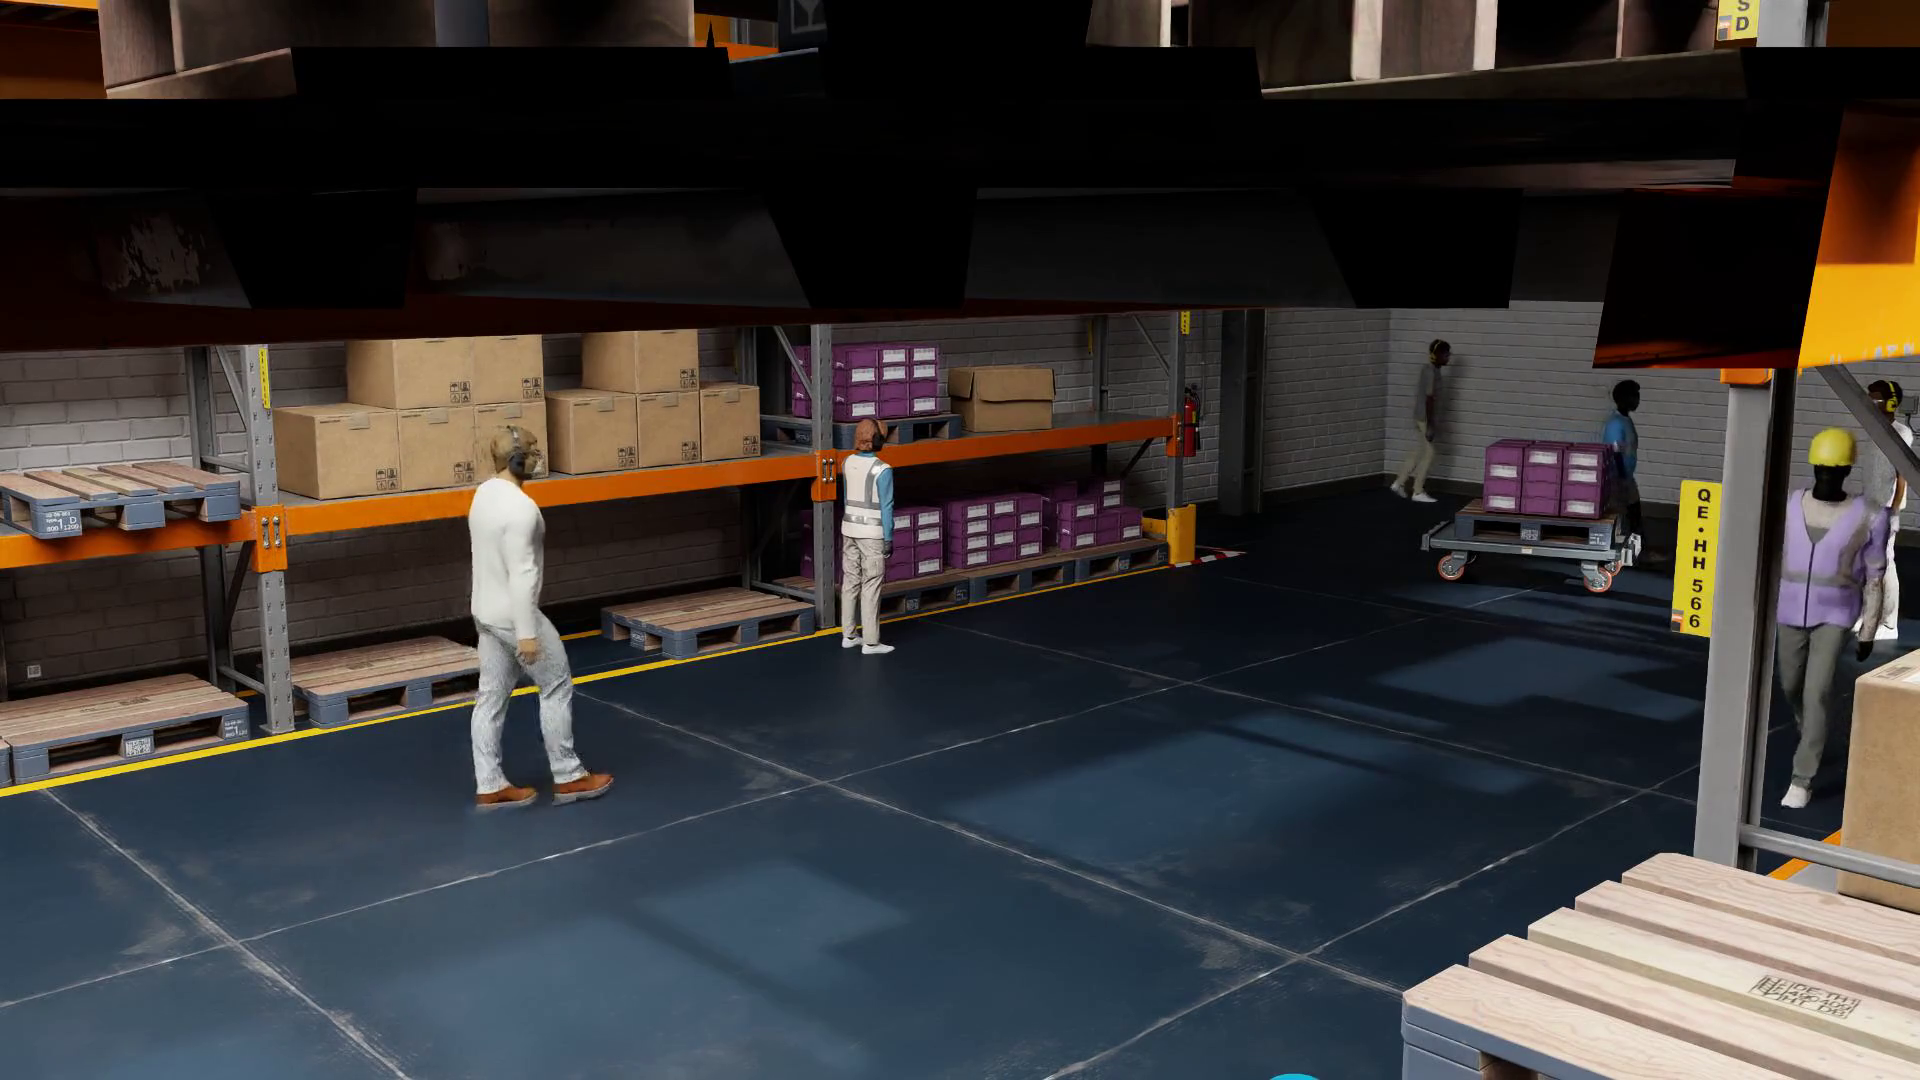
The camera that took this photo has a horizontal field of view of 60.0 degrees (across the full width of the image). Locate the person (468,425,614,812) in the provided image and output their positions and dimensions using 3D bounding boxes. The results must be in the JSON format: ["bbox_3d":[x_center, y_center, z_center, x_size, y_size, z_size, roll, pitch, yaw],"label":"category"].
[{"bbox_3d":[-2.089,0.381,8.265,0.803,1.914,0.655,-7,12,-37],"label":"person"}]

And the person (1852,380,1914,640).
[{"bbox_3d":[6.595,-0.216,11.942,0.328,1.865,0.517,0,10,2],"label":"person"}]

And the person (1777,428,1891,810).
[{"bbox_3d":[4.399,0.356,8.488,0.908,1.899,0.580,-9,14,-44],"label":"person"}]

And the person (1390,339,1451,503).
[{"bbox_3d":[5.127,-1.322,18.508,0.635,1.827,0.589,3,10,19],"label":"person"}]

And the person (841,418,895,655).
[{"bbox_3d":[-0.639,-0.023,11.477,0.319,1.628,0.508,-9,13,-42],"label":"person"}]

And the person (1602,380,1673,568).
[{"bbox_3d":[5.842,-0.550,14.460,0.814,1.657,0.545,6,12,33],"label":"person"}]
